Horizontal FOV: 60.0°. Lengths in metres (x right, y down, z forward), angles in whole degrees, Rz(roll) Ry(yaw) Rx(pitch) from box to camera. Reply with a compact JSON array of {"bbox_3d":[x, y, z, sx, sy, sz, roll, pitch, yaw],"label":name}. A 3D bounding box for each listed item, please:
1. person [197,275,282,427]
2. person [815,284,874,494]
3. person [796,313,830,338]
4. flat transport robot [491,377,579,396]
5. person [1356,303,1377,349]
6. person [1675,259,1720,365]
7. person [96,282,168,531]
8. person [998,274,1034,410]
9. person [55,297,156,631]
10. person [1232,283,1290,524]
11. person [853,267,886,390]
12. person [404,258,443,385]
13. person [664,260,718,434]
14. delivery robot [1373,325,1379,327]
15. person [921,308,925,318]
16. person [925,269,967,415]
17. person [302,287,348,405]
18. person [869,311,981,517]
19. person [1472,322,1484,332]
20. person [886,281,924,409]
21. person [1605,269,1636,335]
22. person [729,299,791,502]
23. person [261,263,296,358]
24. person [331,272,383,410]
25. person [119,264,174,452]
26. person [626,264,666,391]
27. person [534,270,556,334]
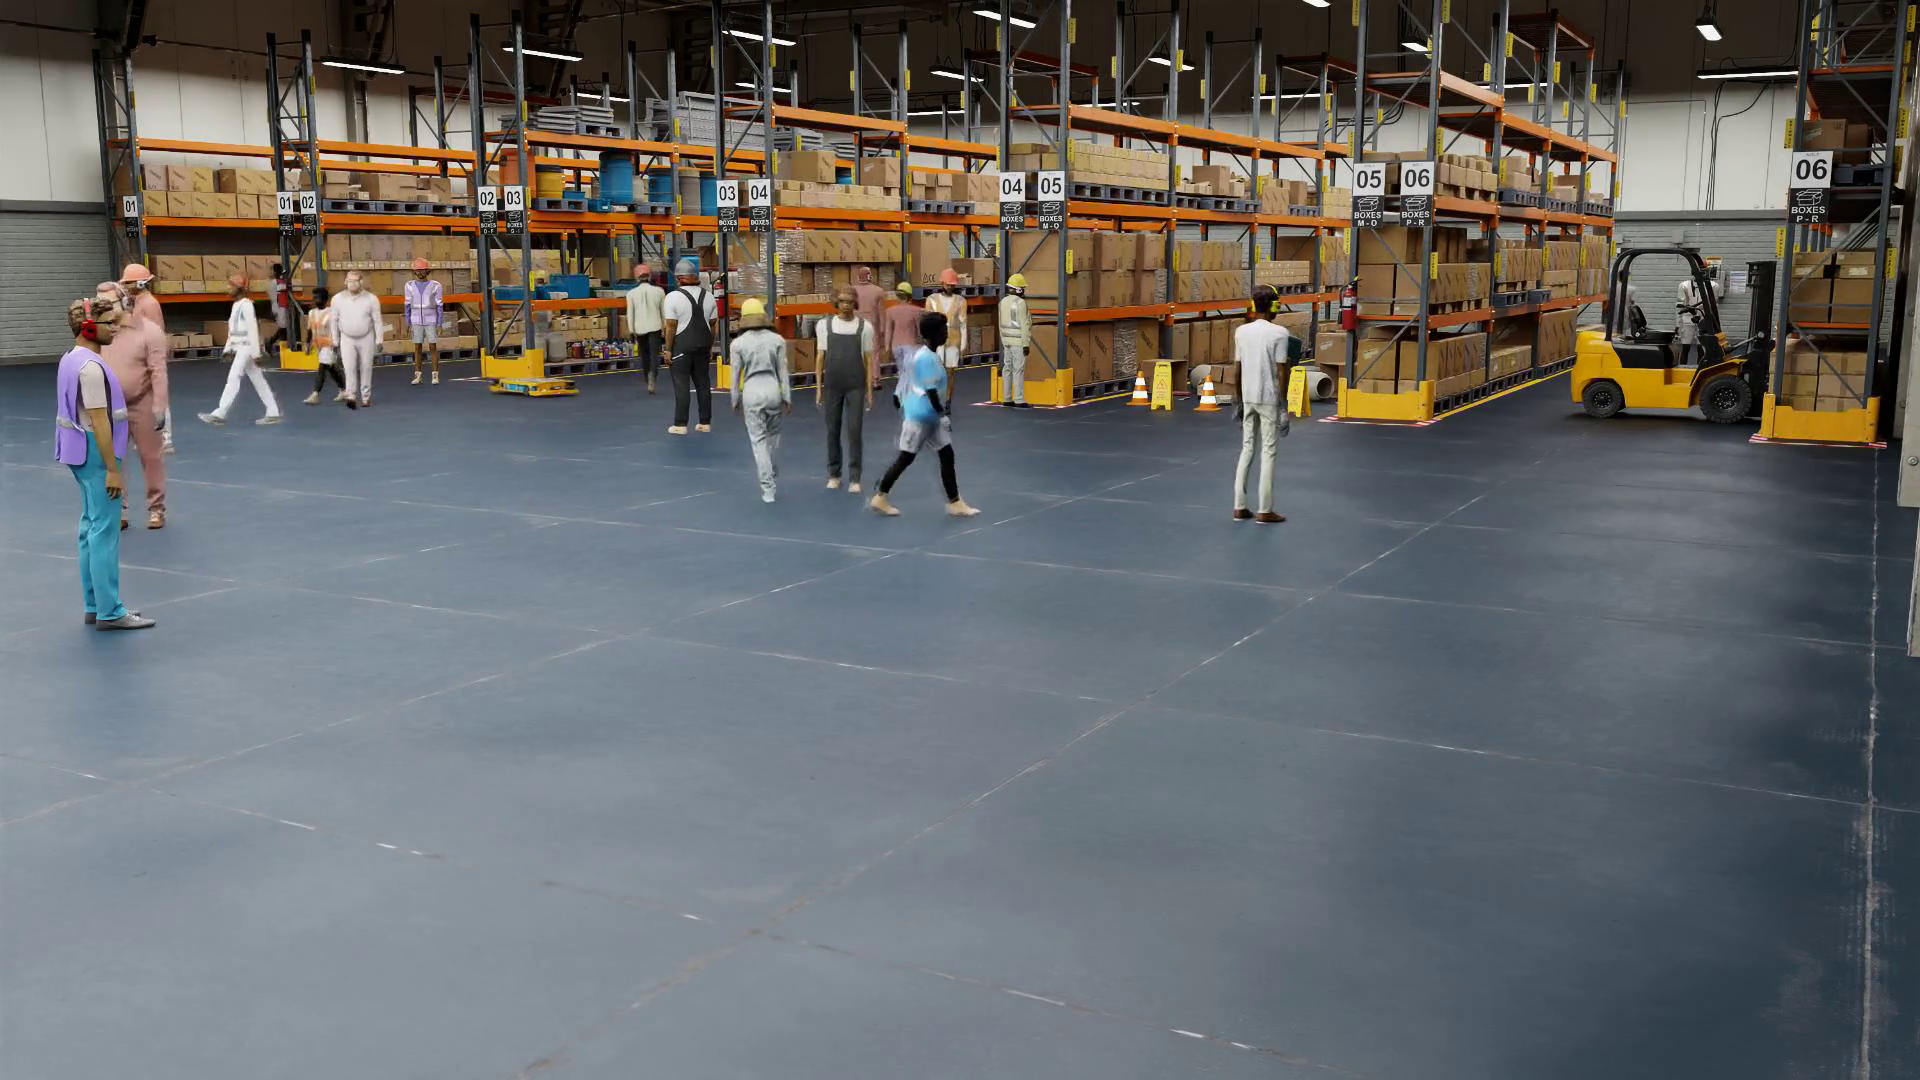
[{"bbox_3d":[-8.814,-2.295,20.279,0.989,1.827,0.583,-5,11,-28],"label":"person"},{"bbox_3d":[-1.009,-1.329,14.729,0.529,1.839,0.699,0,10,3],"label":"person"},{"bbox_3d":[-2.604,-3.921,29.539,0.624,1.931,0.371,0,10,-2],"label":"person"},{"bbox_3d":[-6.394,-2.314,24.961,0.652,0.197,1.431,-10,14,-44],"label":"flat transport robot"},{"bbox_3d":[7.073,-3.866,29.216,0.548,1.924,0.520,5,11,26],"label":"person"},{"bbox_3d":[11.708,-3.450,26.440,0.622,2.040,0.394,5,11,25],"label":"person"},{"bbox_3d":[-6.239,-0.978,12.438,0.677,1.869,0.753,-1,10,-5],"label":"person"},{"bbox_3d":[0.766,-2.684,22.561,0.403,1.834,0.589,-6,11,-32],"label":"person"},{"bbox_3d":[-4.796,-0.415,9.239,0.390,1.846,0.565,-8,12,-38],"label":"person"},{"bbox_3d":[2.343,-1.059,12.956,0.328,1.869,0.541,-9,13,-42],"label":"person"},{"bbox_3d":[-1.462,-3.261,25.741,0.642,1.905,0.401,1,10,6],"label":"person"},{"bbox_3d":[-8.626,-3.508,26.770,0.608,2.044,0.371,-1,10,-6],"label":"person"},{"bbox_3d":[-3.210,-2.267,19.511,0.689,2.000,0.539,-9,13,-42],"label":"person"},{"bbox_3d":[9.405,-4.648,37.524,0.707,0.478,0.477,1,10,3],"label":"delivery robot"},{"bbox_3d":[-0.989,-6.553,45.003,0.826,1.911,0.548,6,11,31],"label":"person"},{"bbox_3d":[-0.183,-2.532,21.456,0.558,1.902,0.835,0,10,-2],"label":"person"},{"bbox_3d":[-8.948,-2.734,23.416,0.543,1.640,0.923,5,11,26],"label":"person"},{"bbox_3d":[-0.314,-0.985,13.154,0.870,1.649,0.506,2,10,14],"label":"person"},{"bbox_3d":[10.268,-4.389,32.330,0.652,1.906,0.405,3,10,17],"label":"person"},{"bbox_3d":[-0.785,-2.657,22.688,0.518,1.738,0.822,4,11,23],"label":"person"},{"bbox_3d":[12.539,-4.241,31.594,0.529,1.859,0.568,4,10,21],"label":"person"},{"bbox_3d":[-1.731,-1.200,14.223,0.501,1.697,0.823,-4,10,-20],"label":"person"},{"bbox_3d":[-13.843,-4.655,33.785,0.604,1.942,0.880,9,13,42],"label":"person"},{"bbox_3d":[-8.189,-2.706,22.610,0.674,1.851,0.980,-3,10,-17],"label":"person"},{"bbox_3d":[-8.586,-1.908,17.548,0.400,1.989,0.623,-7,12,-36],"label":"person"},{"bbox_3d":[-4.774,-3.232,25.419,0.622,1.958,0.890,-1,10,-5],"label":"person"},{"bbox_3d":[-7.920,-4.233,31.709,0.605,1.810,0.641,5,11,26],"label":"person"}]
